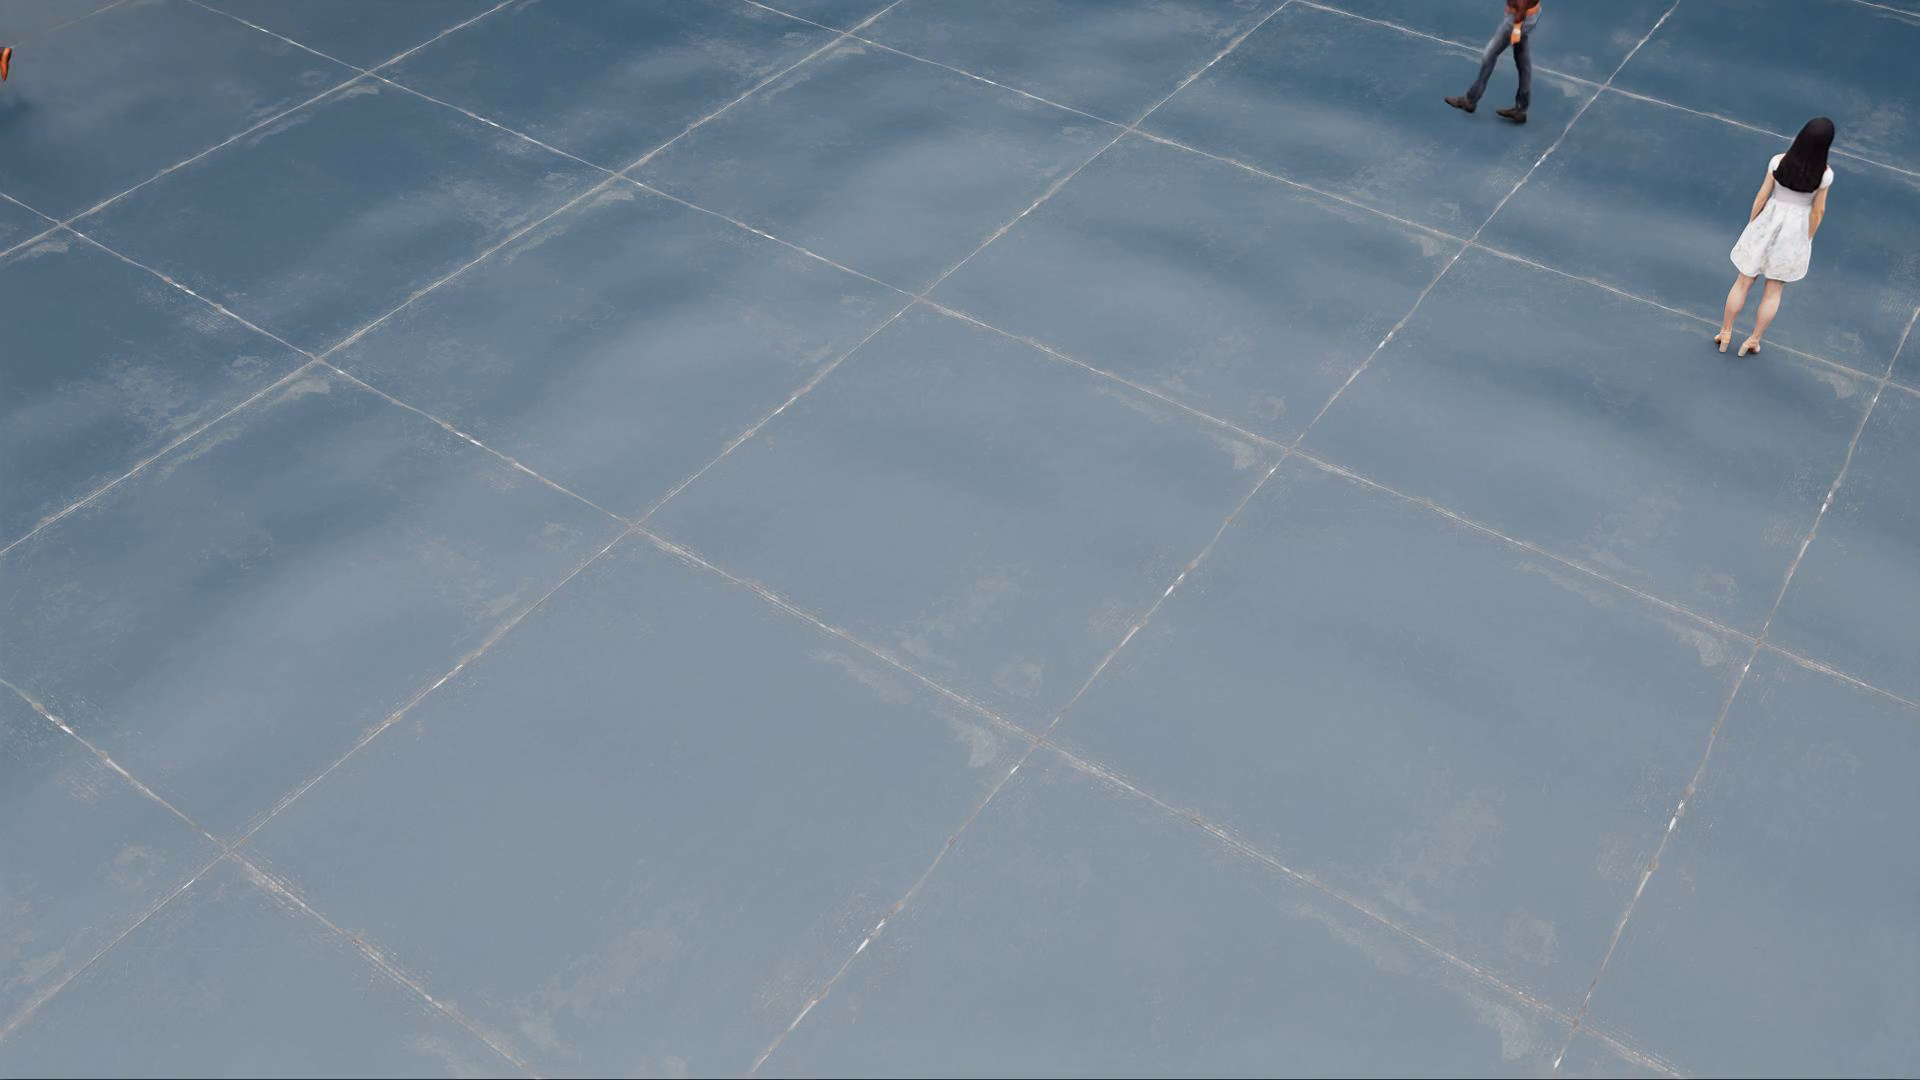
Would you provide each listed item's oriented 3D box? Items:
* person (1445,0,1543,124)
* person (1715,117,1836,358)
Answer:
[{"bbox_3d":[4.603,-4.171,13.398,0.919,1.755,0.707,22,47,22],"label":"person"},{"bbox_3d":[5.431,-1.998,11.056,0.563,1.775,0.701,24,48,23],"label":"person"}]
